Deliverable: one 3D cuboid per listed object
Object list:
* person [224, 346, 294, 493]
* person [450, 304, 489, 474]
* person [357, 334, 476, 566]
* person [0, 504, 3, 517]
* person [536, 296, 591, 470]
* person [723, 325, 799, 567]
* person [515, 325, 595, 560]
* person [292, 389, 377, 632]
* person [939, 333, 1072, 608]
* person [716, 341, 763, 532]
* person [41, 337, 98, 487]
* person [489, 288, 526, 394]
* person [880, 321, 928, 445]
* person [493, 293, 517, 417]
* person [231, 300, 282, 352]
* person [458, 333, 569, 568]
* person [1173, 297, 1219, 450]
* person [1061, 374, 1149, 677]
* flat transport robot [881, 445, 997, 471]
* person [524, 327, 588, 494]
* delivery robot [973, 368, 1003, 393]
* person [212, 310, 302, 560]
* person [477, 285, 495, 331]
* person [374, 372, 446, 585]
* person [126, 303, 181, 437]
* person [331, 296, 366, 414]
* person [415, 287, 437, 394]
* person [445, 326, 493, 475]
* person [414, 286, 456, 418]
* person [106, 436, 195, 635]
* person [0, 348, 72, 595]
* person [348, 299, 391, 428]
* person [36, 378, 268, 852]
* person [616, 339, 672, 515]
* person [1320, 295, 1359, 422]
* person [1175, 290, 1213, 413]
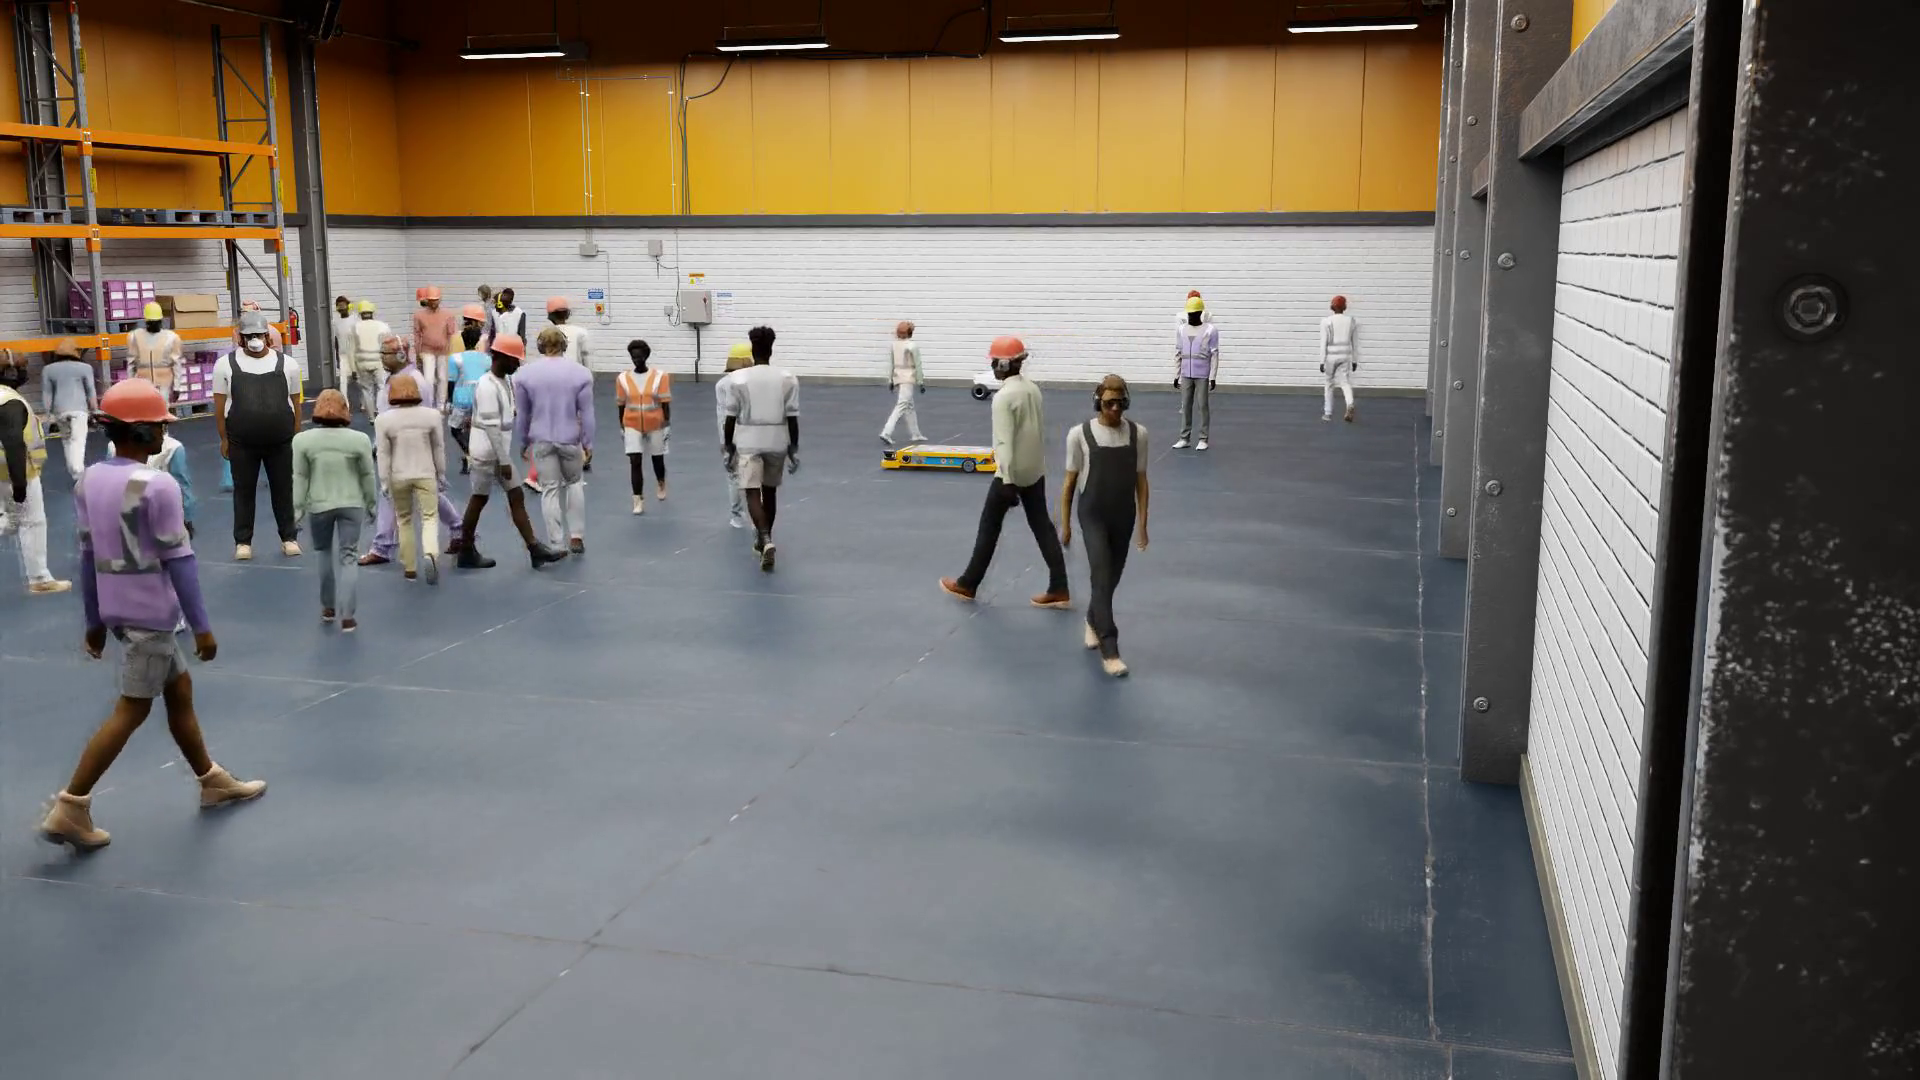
[{"bbox_3d":[-7.305,-1.410,17.432,0.988,1.792,0.593,-7,12,-36],"label":"person"},{"bbox_3d":[-5.492,-1.697,18.733,0.555,1.905,0.484,7,12,34],"label":"person"},{"bbox_3d":[-4.452,-0.746,13.511,1.007,1.861,0.643,-5,11,-28],"label":"person"},{"bbox_3d":[-9.201,-0.994,15.100,0.917,1.780,0.604,-8,13,-38],"label":"person"},{"bbox_3d":[-4.515,-1.795,19.068,0.623,2.000,1.048,-5,11,-26],"label":"person"},{"bbox_3d":[-1.584,-0.761,13.371,0.616,1.933,0.916,-3,11,-19],"label":"person"},{"bbox_3d":[-3.319,-0.801,13.677,0.621,1.908,0.655,-3,10,-14],"label":"person"},{"bbox_3d":[-4.189,-0.212,11.182,0.520,1.606,0.670,-3,11,-17],"label":"person"},{"bbox_3d":[0.371,-0.484,11.786,1.012,1.942,0.622,7,12,33],"label":"person"},{"bbox_3d":[-1.926,-0.919,14.895,0.484,1.714,0.745,-3,11,-18],"label":"person"},{"bbox_3d":[-9.444,-1.349,17.628,0.505,1.597,0.824,-3,10,-15],"label":"person"},{"bbox_3d":[-7.129,-3.020,26.293,0.674,1.897,0.447,3,10,16],"label":"person"},{"bbox_3d":[-0.737,-2.033,21.535,0.854,1.607,0.519,-9,13,-40],"label":"person"},{"bbox_3d":[-6.754,-2.729,24.738,0.317,1.854,0.508,2,10,12],"label":"person"},{"bbox_3d":[-8.491,-1.926,20.038,0.642,1.909,0.408,2,10,9],"label":"person"},{"bbox_3d":[-3.581,-0.683,13.091,0.949,1.867,0.562,1,10,3],"label":"person"},{"bbox_3d":[2.949,-2.087,20.894,0.593,1.923,0.382,7,12,34],"label":"person"},{"bbox_3d":[0.877,-0.133,10.205,0.503,1.808,0.945,-3,10,-14],"label":"person"},{"bbox_3d":[-0.128,-0.952,19.148,1.431,0.197,0.652,3,10,15],"label":"flat transport robot"},{"bbox_3d":[-4.259,-1.357,17.343,0.532,1.731,0.891,8,13,39],"label":"person"},{"bbox_3d":[0.588,-2.667,27.795,0.707,0.478,0.477,2,10,9],"label":"delivery robot"},{"bbox_3d":[-5.727,-0.865,13.647,0.682,2.000,0.538,-6,11,-28],"label":"person"},{"bbox_3d":[-8.259,-3.504,29.038,1.016,1.883,0.635,-1,10,-8],"label":"person"},{"bbox_3d":[-4.118,-0.452,12.508,0.502,1.611,0.681,-3,11,-18],"label":"person"},{"bbox_3d":[-9.485,-1.836,19.573,0.631,1.887,0.605,-4,11,-20],"label":"person"},{"bbox_3d":[-9.255,-2.801,25.263,0.505,1.824,0.972,-1,10,-5],"label":"person"},{"bbox_3d":[-9.117,-3.395,28.491,0.572,1.854,0.974,8,13,39],"label":"person"},{"bbox_3d":[-5.393,-1.516,18.325,0.567,1.683,0.504,-8,13,-38],"label":"person"},{"bbox_3d":[-7.814,-2.795,24.776,0.606,1.970,0.468,-4,11,-19],"label":"person"},{"bbox_3d":[-5.190,-0.098,10.565,0.524,1.597,0.856,1,10,8],"label":"person"},{"bbox_3d":[-6.929,-0.476,12.063,0.664,1.825,0.642,-10,14,-43],"label":"person"},{"bbox_3d":[-8.231,-2.449,23.258,0.606,1.814,0.591,-2,10,-13],"label":"person"},{"bbox_3d":[-3.560,0.306,7.168,0.620,2.004,1.048,7,12,35],"label":"person"},{"bbox_3d":[-3.035,-1.105,16.036,0.541,1.677,0.626,-1,10,-4],"label":"person"},{"bbox_3d":[5.520,-2.628,24.167,0.584,1.862,0.822,-1,10,-6],"label":"person"},{"bbox_3d":[3.568,-2.860,25.392,0.574,1.884,0.355,0,10,1],"label":"person"}]
